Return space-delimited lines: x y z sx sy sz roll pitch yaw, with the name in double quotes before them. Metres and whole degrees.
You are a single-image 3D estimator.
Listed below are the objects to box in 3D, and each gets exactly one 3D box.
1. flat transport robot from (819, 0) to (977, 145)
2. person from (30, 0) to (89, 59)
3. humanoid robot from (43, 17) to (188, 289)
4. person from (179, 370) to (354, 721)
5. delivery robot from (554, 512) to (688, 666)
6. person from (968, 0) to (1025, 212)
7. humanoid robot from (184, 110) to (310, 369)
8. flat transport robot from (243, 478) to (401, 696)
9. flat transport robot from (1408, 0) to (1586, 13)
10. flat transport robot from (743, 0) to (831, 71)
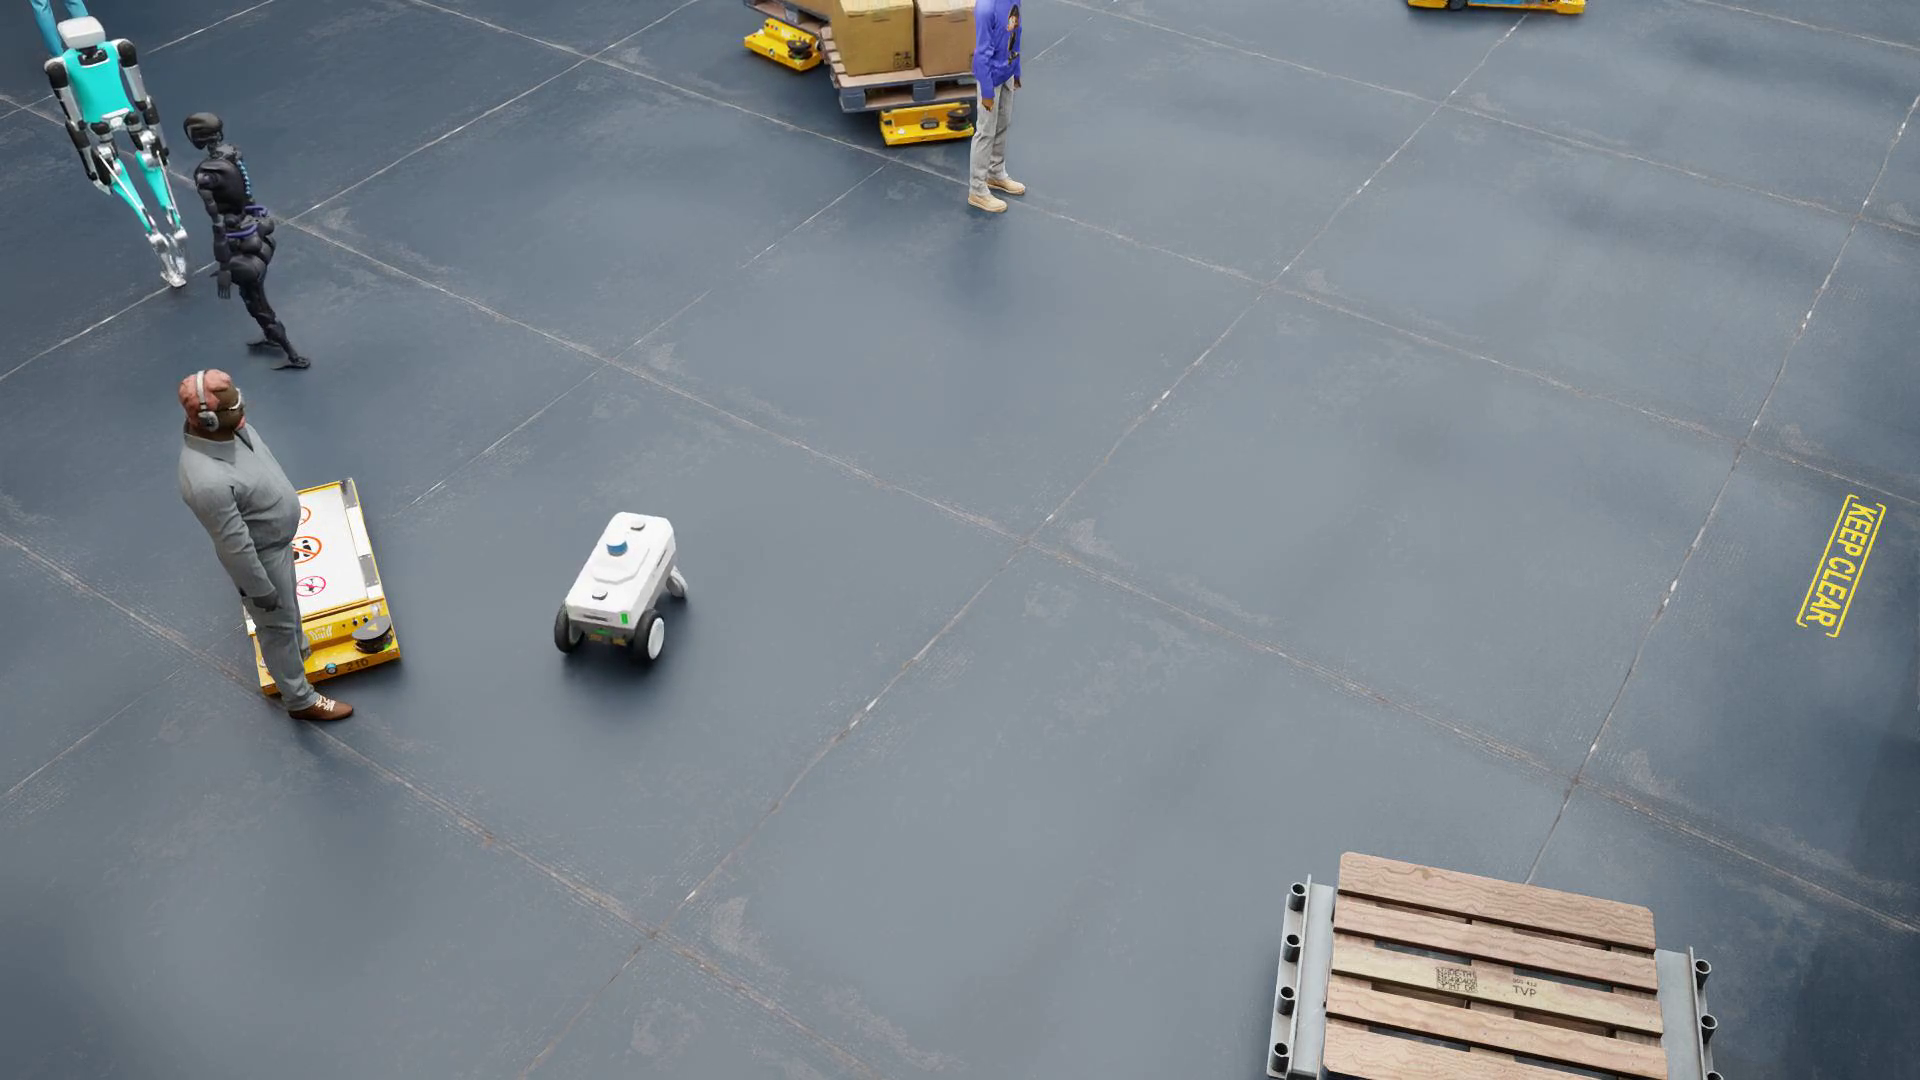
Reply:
"flat transport robot" -0.376 -3.431 12.619 0.659 0.231 1.431 -9 43 -10
"person" -7.017 -4.479 12.611 0.565 1.842 0.390 -22 46 -23
"humanoid robot" -5.053 -2.288 10.232 0.541 1.776 0.874 -33 51 -32
"person" -3.144 0.031 7.519 0.411 1.906 0.640 -10 43 -11
"delivery robot" -1.683 0.226 8.305 0.512 0.586 0.758 8 42 9
"person" 0.276 -3.077 11.032 0.381 1.865 0.457 21 46 22
"humanoid robot" -4.177 -1.697 9.630 0.428 1.647 0.607 0 42 0
"flat transport robot" -3.355 0.180 8.578 0.659 0.231 1.431 -16 44 -18
"flat transport robot" 4.490 -4.687 14.024 1.431 0.231 0.659 4 42 4
"flat transport robot" -1.007 -4.213 13.494 0.659 0.231 1.431 31 50 30
